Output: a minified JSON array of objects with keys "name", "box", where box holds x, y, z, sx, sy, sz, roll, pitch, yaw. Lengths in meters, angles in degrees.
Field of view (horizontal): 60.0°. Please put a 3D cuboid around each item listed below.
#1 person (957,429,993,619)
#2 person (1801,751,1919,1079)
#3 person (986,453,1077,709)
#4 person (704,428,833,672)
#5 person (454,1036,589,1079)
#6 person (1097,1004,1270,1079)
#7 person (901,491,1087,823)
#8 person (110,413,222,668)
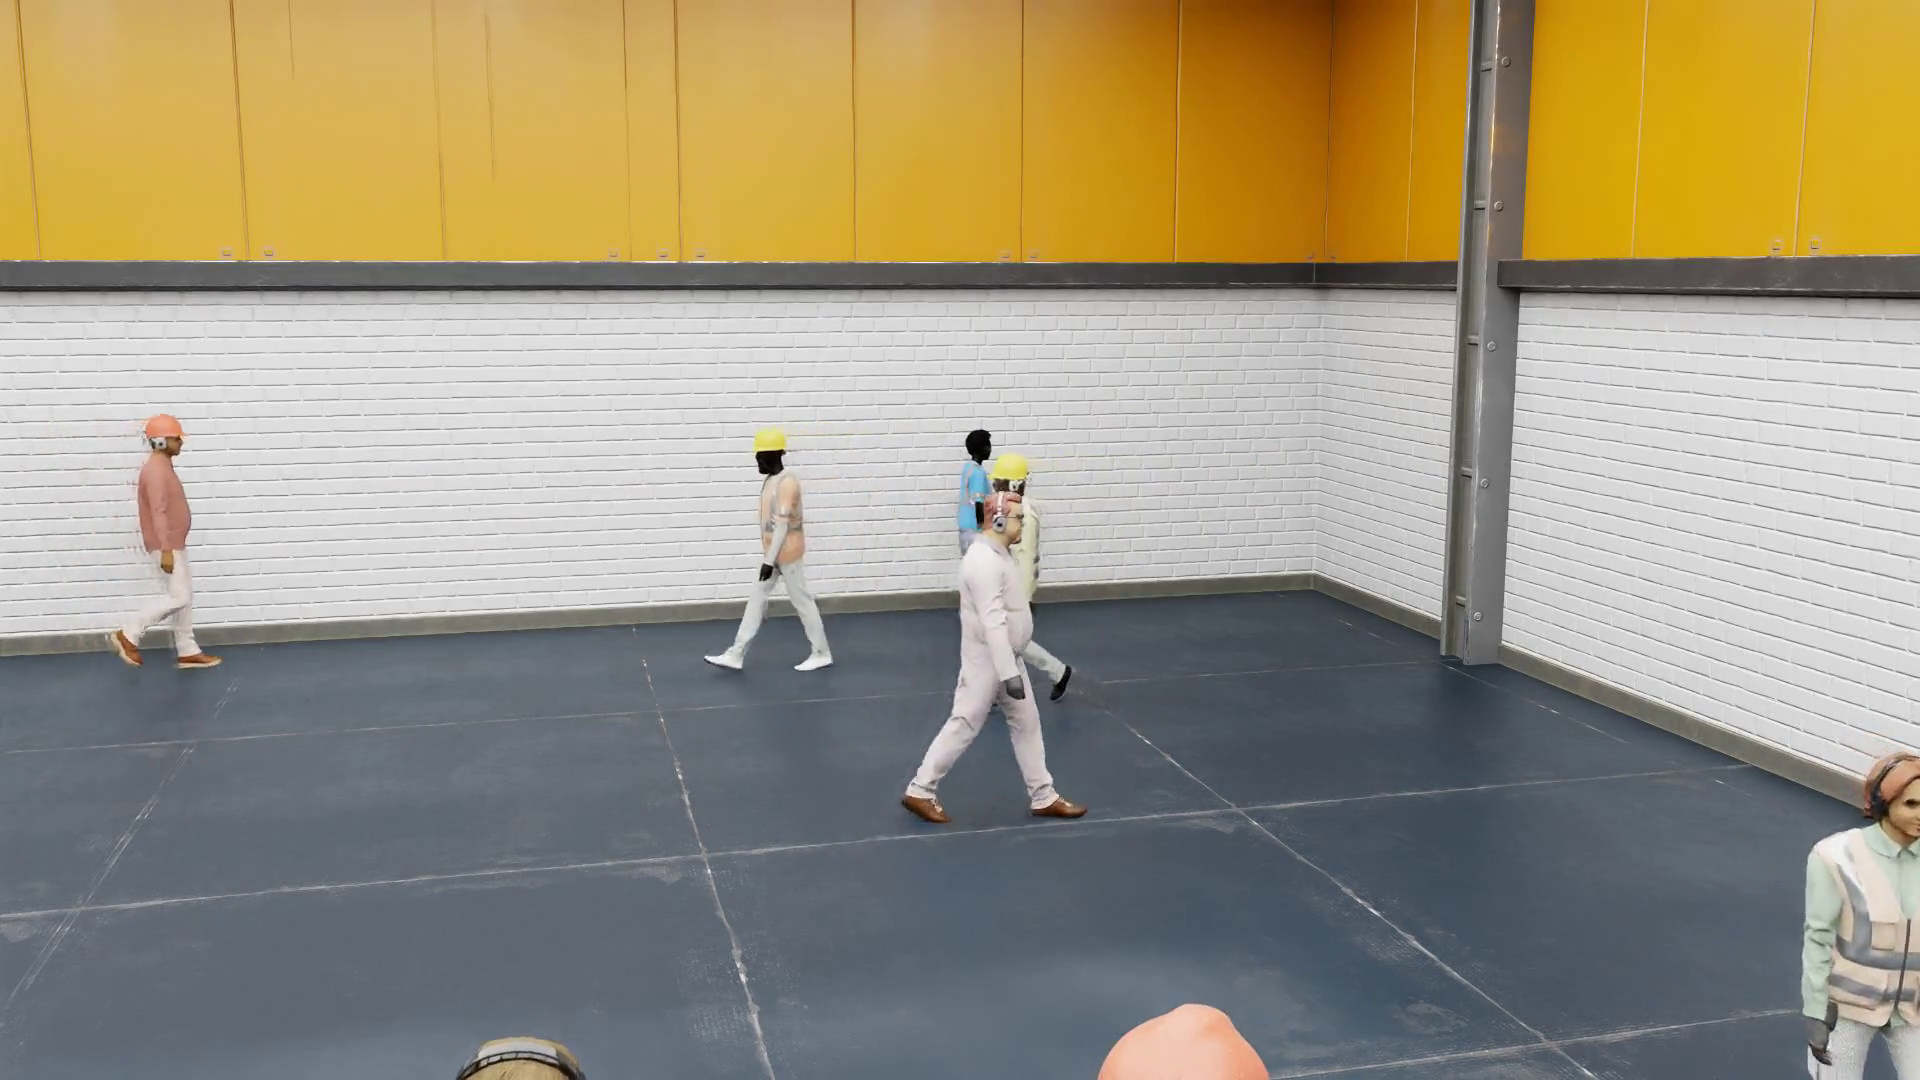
[{"name":"person","box":[0.137,-0.115,14.410,0.318,1.696,0.540,-1,9,-8]},{"name":"person","box":[2.773,1.428,5.000,0.516,1.626,0.471,1,9,7]},{"name":"person","box":[0.421,0.299,11.471,0.673,1.814,0.598,-2,9,-11]},{"name":"person","box":[-1.422,0.093,12.561,0.989,1.875,0.590,-5,10,-26]},{"name":"person","box":[-0.651,1.664,2.569,0.627,1.934,0.372,-2,9,-12]},{"name":"person","box":[0.285,1.643,2.362,0.614,2.040,0.390,4,10,26]},{"name":"person","box":[0.153,0.653,9.137,0.998,1.861,0.653,2,9,12]},{"name":"person","box":[-6.063,0.028,12.624,0.648,1.981,0.629,-3,10,-17]}]
